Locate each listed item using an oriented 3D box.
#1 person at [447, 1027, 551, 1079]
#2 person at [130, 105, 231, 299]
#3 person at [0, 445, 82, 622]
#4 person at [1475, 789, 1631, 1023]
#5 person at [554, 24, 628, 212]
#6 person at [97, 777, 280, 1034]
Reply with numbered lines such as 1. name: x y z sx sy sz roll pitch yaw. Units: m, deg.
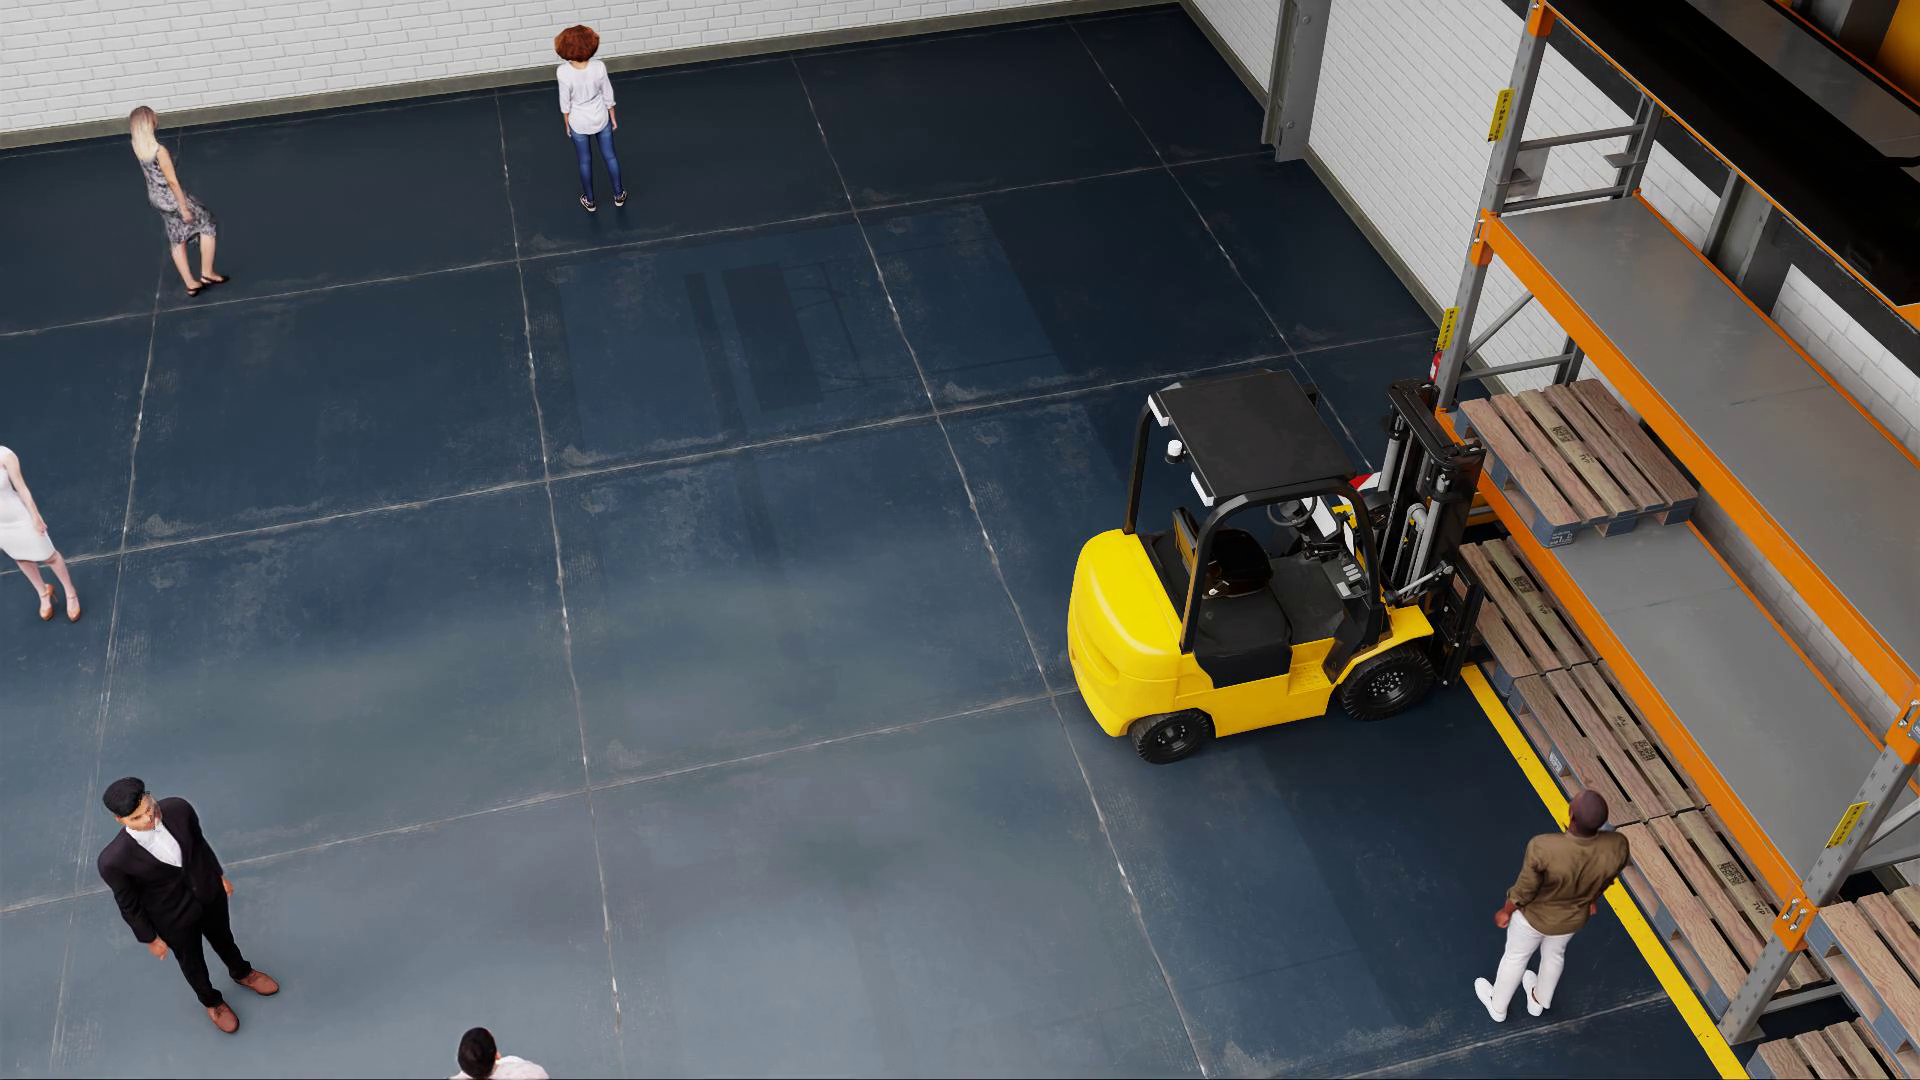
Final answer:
1. person: -2.101 2.779 7.761 0.679 1.744 0.613 -9 44 -9
2. person: -6.484 -2.690 13.541 0.751 1.688 0.810 22 48 21
3. person: -6.143 -0.150 10.799 0.595 1.794 0.552 -2 44 -2
4. person: 3.059 1.908 8.616 0.759 1.825 0.616 -5 44 -5
5. person: -3.247 -3.698 14.581 0.635 1.712 0.606 -12 45 -13
6. person: -4.035 1.858 8.625 0.817 1.884 0.753 21 47 21
